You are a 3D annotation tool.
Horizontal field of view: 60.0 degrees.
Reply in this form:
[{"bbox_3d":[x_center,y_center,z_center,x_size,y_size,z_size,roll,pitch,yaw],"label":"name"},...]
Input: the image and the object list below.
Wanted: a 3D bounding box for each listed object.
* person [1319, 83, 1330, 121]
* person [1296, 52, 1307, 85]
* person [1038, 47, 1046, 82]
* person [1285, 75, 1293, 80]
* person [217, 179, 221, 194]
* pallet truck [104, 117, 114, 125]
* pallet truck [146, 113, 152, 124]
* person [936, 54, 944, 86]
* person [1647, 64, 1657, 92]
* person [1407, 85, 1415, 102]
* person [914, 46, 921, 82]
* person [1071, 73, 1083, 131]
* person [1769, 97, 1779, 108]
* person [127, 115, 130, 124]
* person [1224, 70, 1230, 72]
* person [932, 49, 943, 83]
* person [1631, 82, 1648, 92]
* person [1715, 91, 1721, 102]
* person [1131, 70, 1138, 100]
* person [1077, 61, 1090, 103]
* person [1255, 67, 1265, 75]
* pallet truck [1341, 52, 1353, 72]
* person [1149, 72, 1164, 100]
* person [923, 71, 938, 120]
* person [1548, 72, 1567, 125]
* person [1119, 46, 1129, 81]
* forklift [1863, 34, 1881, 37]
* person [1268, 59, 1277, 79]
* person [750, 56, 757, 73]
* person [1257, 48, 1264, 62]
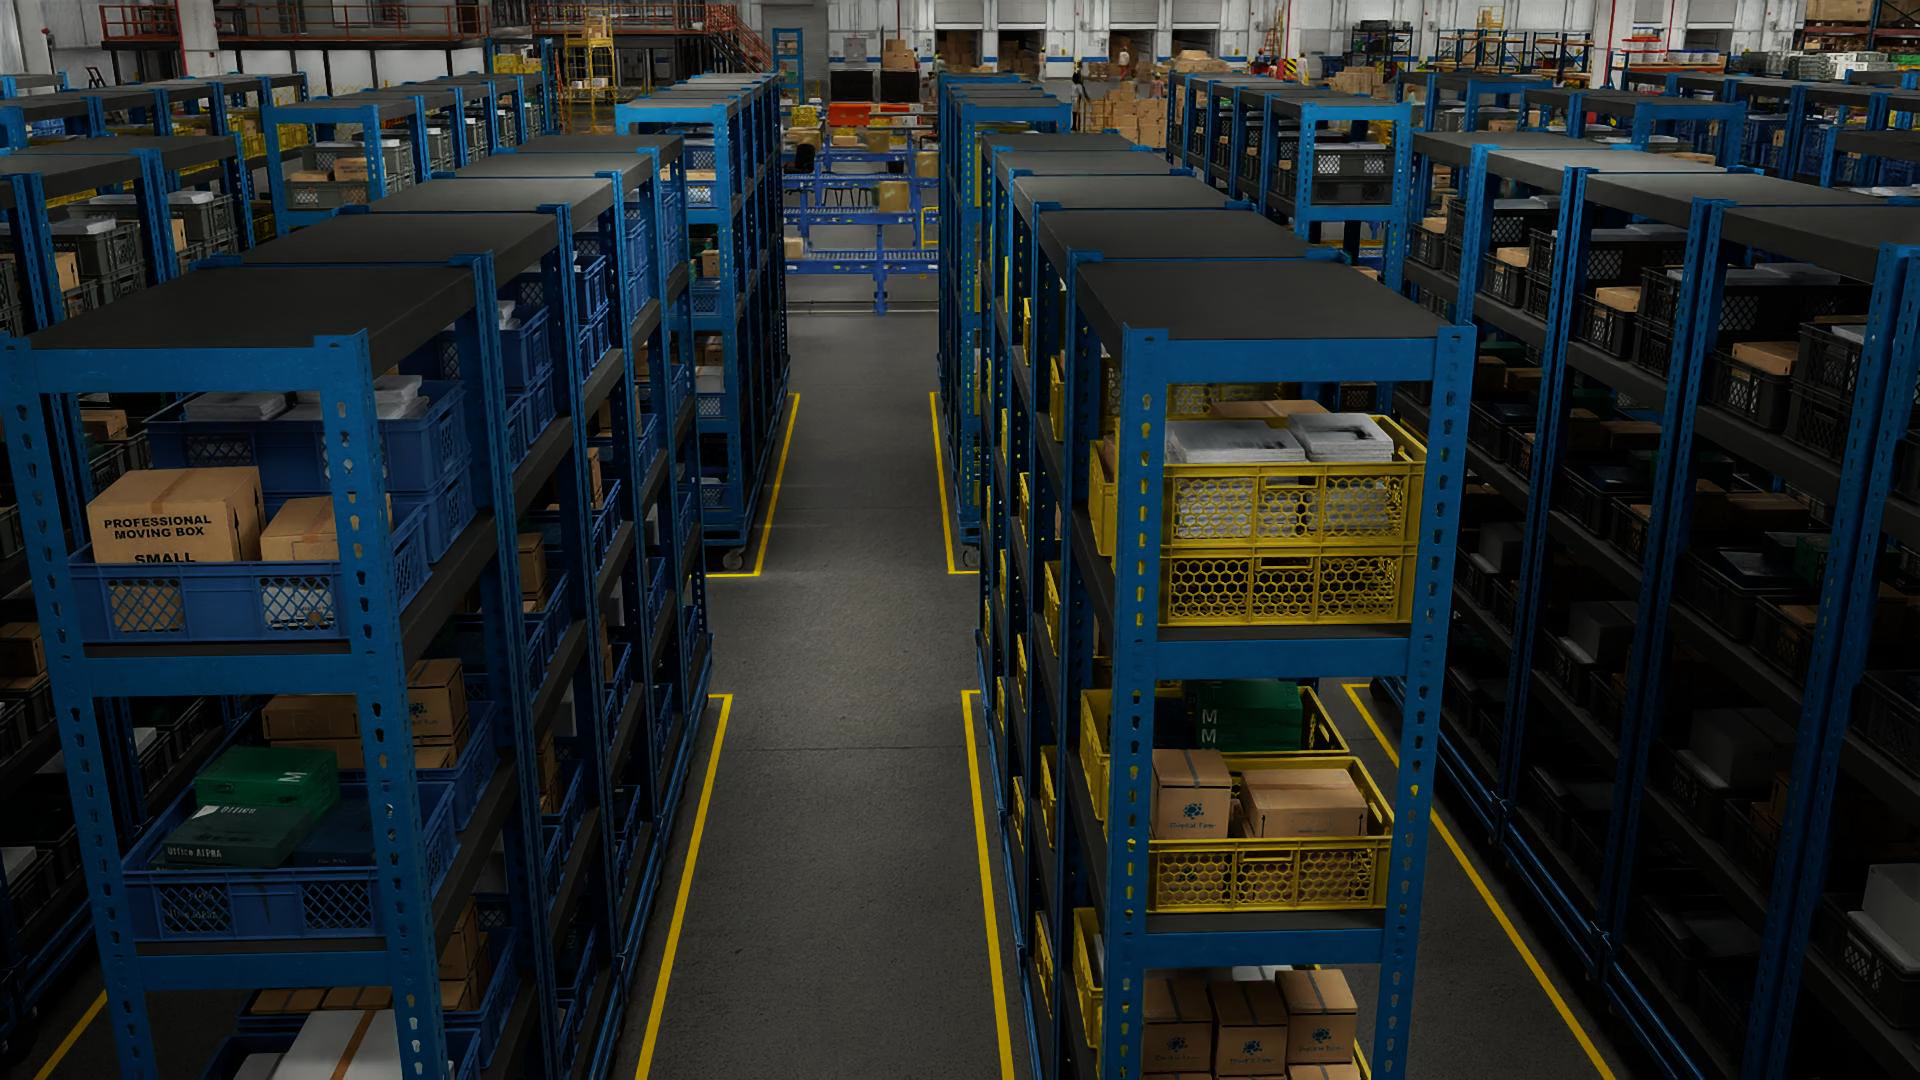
[{"bbox_3d":[12.436,-14.692,56.636,0.410,1.683,0.528,-11,21,-30],"label":"person"},{"bbox_3d":[17.076,-23.377,83.114,0.364,1.938,0.636,-17,24,-42],"label":"person"},{"bbox_3d":[4.657,-26.882,94.003,0.405,1.917,0.595,-9,20,-26],"label":"person"},{"bbox_3d":[11.549,-15.232,57.950,0.733,1.914,0.544,-2,18,-7],"label":"person"},{"bbox_3d":[-16.055,-8.252,36.358,0.409,1.909,0.640,13,22,34],"label":"person"},{"bbox_3d":[-18.367,-7.885,35.078,1.885,1.965,0.823,1,18,2],"label":"pallet truck"},{"bbox_3d":[-18.087,-8.309,36.390,1.885,1.965,0.823,-1,18,-4],"label":"pallet truck"},{"bbox_3d":[-1.014,-25.034,88.621,0.494,1.700,0.893,-8,20,-24],"label":"person"},{"bbox_3d":[30.788,-20.408,74.034,0.574,1.876,0.355,-6,19,-19],"label":"person"},{"bbox_3d":[15.383,-14.759,56.956,0.375,1.617,0.521,9,20,25],"label":"person"},{"bbox_3d":[-2.503,-26.898,94.009,0.602,1.938,0.400,8,20,23],"label":"person"},{"bbox_3d":[4.014,-15.192,57.738,0.367,1.966,0.605,-8,20,-24],"label":"person"},{"bbox_3d":[32.125,-17.503,65.459,0.513,1.610,0.746,-5,19,-16],"label":"person"},{"bbox_3d":[-20.410,-9.953,41.401,0.378,2.045,0.605,8,20,24],"label":"person"},{"bbox_3d":[9.825,-16.398,61.546,0.496,1.911,0.536,16,24,40],"label":"person"},{"bbox_3d":[-1.240,-25.982,91.330,0.626,1.844,0.429,-8,19,-23],"label":"person"},{"bbox_3d":[23.849,-15.425,58.341,0.535,2.000,0.681,-8,20,-23],"label":"person"},{"bbox_3d":[25.935,-14.768,56.411,0.619,1.976,0.643,8,19,22],"label":"person"},{"bbox_3d":[6.839,-17.365,64.697,0.995,1.822,0.529,-5,18,-14],"label":"person"},{"bbox_3d":[5.399,-20.374,74.031,0.907,1.816,0.518,-8,20,-24],"label":"person"},{"bbox_3d":[12.224,-18.404,67.949,0.608,1.813,1.180,7,19,20],"label":"person"},{"bbox_3d":[18.794,-23.123,82.231,0.823,1.965,1.885,-13,22,-35],"label":"pallet truck"},{"bbox_3d":[7.532,-17.006,63.696,0.534,1.771,0.359,-1,18,-4],"label":"person"},{"bbox_3d":[-1.002,-16.832,63.038,0.869,1.829,0.508,1,18,2],"label":"person"},{"bbox_3d":[21.874,-16.111,60.707,0.784,1.892,0.599,-11,21,-31],"label":"person"},{"bbox_3d":[9.285,-26.916,94.014,0.623,1.975,0.436,9,20,26],"label":"person"},{"bbox_3d":[45.817,-24.194,84.132,1.129,2.768,1.873,12,21,33],"label":"forklift"},{"bbox_3d":[15.119,-22.398,80.486,0.535,1.694,0.321,-14,23,-38],"label":"person"},{"bbox_3d":[-9.890,-22.399,80.235,0.839,1.843,0.586,-10,21,-29],"label":"person"},{"bbox_3d":[16.302,-25.723,90.373,0.372,1.934,0.551,0,18,0],"label":"person"}]
